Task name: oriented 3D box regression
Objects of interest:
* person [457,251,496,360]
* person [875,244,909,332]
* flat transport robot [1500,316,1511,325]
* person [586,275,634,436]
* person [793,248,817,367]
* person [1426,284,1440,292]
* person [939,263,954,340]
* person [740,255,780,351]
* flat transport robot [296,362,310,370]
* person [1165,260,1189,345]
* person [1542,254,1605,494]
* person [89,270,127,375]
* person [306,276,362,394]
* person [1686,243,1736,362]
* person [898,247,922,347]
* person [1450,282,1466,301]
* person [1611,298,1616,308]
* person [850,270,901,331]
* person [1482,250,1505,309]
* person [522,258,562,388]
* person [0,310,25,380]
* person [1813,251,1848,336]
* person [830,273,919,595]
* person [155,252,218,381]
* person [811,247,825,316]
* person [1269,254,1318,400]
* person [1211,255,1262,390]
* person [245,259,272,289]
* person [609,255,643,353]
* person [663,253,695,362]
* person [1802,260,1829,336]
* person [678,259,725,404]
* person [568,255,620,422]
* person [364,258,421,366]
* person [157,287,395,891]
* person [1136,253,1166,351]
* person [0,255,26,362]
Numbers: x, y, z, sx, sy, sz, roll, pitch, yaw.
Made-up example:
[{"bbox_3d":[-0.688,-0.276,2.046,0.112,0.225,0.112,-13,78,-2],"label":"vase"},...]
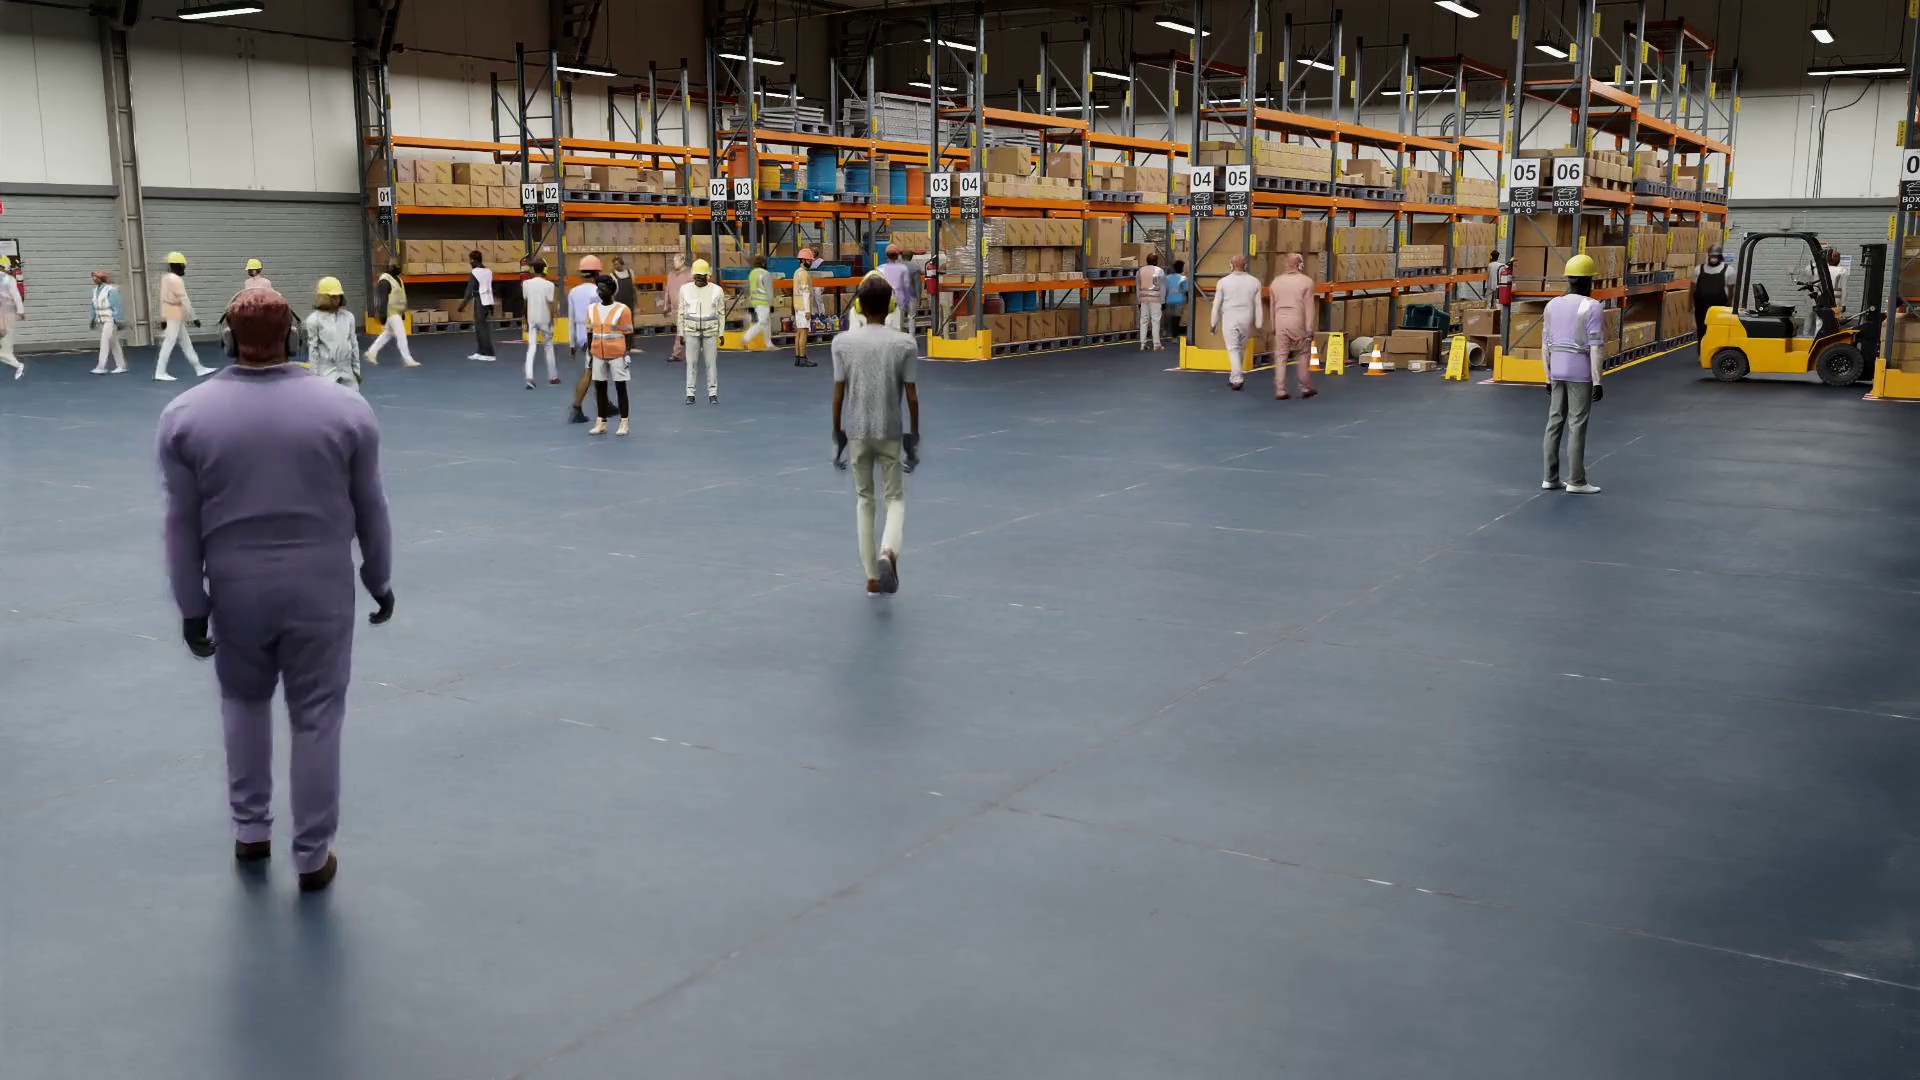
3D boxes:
[{"bbox_3d":[-8.319,-4.042,28.759,0.619,1.891,0.612,2,10,10],"label":"person"},{"bbox_3d":[-1.197,-4.168,29.110,0.627,2.014,0.578,-2,10,-10],"label":"person"},{"bbox_3d":[13.271,-5.397,40.878,0.652,0.197,1.431,3,11,17],"label":"flat transport robot"},{"bbox_3d":[-3.694,-1.940,17.519,0.537,1.695,0.320,3,11,16],"label":"person"},{"bbox_3d":[-2.549,-3.817,27.362,0.365,1.933,0.551,-4,11,-19],"label":"person"},{"bbox_3d":[11.684,-6.295,41.235,0.620,1.938,0.633,4,11,20],"label":"person"},{"bbox_3d":[-0.310,-4.684,33.061,0.286,1.634,0.500,-9,13,-41],"label":"person"},{"bbox_3d":[-3.760,-4.402,31.030,0.804,1.802,0.621,-7,12,-33],"label":"person"},{"bbox_3d":[-10.145,-2.499,24.645,0.652,0.197,1.431,8,13,38],"label":"flat transport robot"},{"bbox_3d":[4.375,-4.759,33.332,0.556,1.675,0.532,9,13,40],"label":"person"},{"bbox_3d":[4.984,-1.341,13.510,0.362,1.930,0.587,-6,12,-28],"label":"person"},{"bbox_3d":[-13.259,-3.352,25.674,0.539,1.603,0.782,7,12,34],"label":"person"},{"bbox_3d":[-5.740,-1.534,15.162,0.518,1.727,0.498,7,12,33],"label":"person"},{"bbox_3d":[12.705,-4.020,28.203,0.692,2.000,0.597,7,12,35],"label":"person"},{"bbox_3d":[-1.040,-4.714,32.378,0.632,1.938,0.359,4,11,20],"label":"person"},{"bbox_3d":[12.437,-6.422,41.800,1.038,1.985,0.635,0,10,2],"label":"person"},{"bbox_3d":[15.538,-5.972,39.317,0.673,1.980,0.632,5,11,27],"label":"person"},{"bbox_3d":[-0.817,-1.771,16.404,0.561,1.747,0.491,-3,11,-17],"label":"person"},{"bbox_3d":[12.636,-5.922,39.379,0.510,1.860,0.334,3,10,15],"label":"person"},{"bbox_3d":[-5.929,-3.047,23.387,0.537,1.831,0.963,1,10,7],"label":"person"},{"bbox_3d":[-13.874,-3.041,23.896,0.521,1.625,0.556,8,13,37],"label":"person"},{"bbox_3d":[15.847,-4.317,30.313,0.342,1.881,0.579,-10,14,-43],"label":"person"},{"bbox_3d":[-0.497,-0.574,9.437,0.516,1.856,0.553,0,10,1],"label":"person"},{"bbox_3d":[-11.565,-3.311,24.681,0.958,1.880,0.605,-8,13,-37],"label":"person"},{"bbox_3d":[-3.441,-6.011,39.645,0.637,1.938,0.357,10,14,43],"label":"person"},{"bbox_3d":[4.394,-2.780,21.706,0.680,1.872,0.864,8,13,37],"label":"person"},{"bbox_3d":[3.850,-3.016,23.101,0.676,1.866,0.986,-2,10,-9],"label":"person"},{"bbox_3d":[-11.594,-3.752,27.488,0.524,1.764,0.329,3,11,17],"label":"person"},{"bbox_3d":[-6.142,-4.310,30.524,0.648,1.807,0.338,-8,13,-38],"label":"person"},{"bbox_3d":[-4.813,-4.017,28.709,0.658,1.863,0.963,7,12,33],"label":"person"},{"bbox_3d":[17.603,-4.995,34.102,0.643,1.881,1.003,8,13,37],"label":"person"},{"bbox_3d":[-3.255,-2.615,20.952,0.588,1.822,0.403,-1,10,-7],"label":"person"},{"bbox_3d":[-4.196,-2.293,18.999,0.550,1.890,1.011,6,12,32],"label":"person"},{"bbox_3d":[-9.418,-3.745,27.375,0.898,1.801,0.671,0,10,2],"label":"person"},{"bbox_3d":[-2.145,0.150,5.308,0.654,1.886,0.646,-3,11,-16],"label":"person"},{"bbox_3d":[3.631,-4.499,31.450,0.628,1.843,0.429,8,13,37],"label":"person"},{"bbox_3d":[-16.203,-3.919,28.276,0.626,1.813,0.461,3,11,17],"label":"person"}]
